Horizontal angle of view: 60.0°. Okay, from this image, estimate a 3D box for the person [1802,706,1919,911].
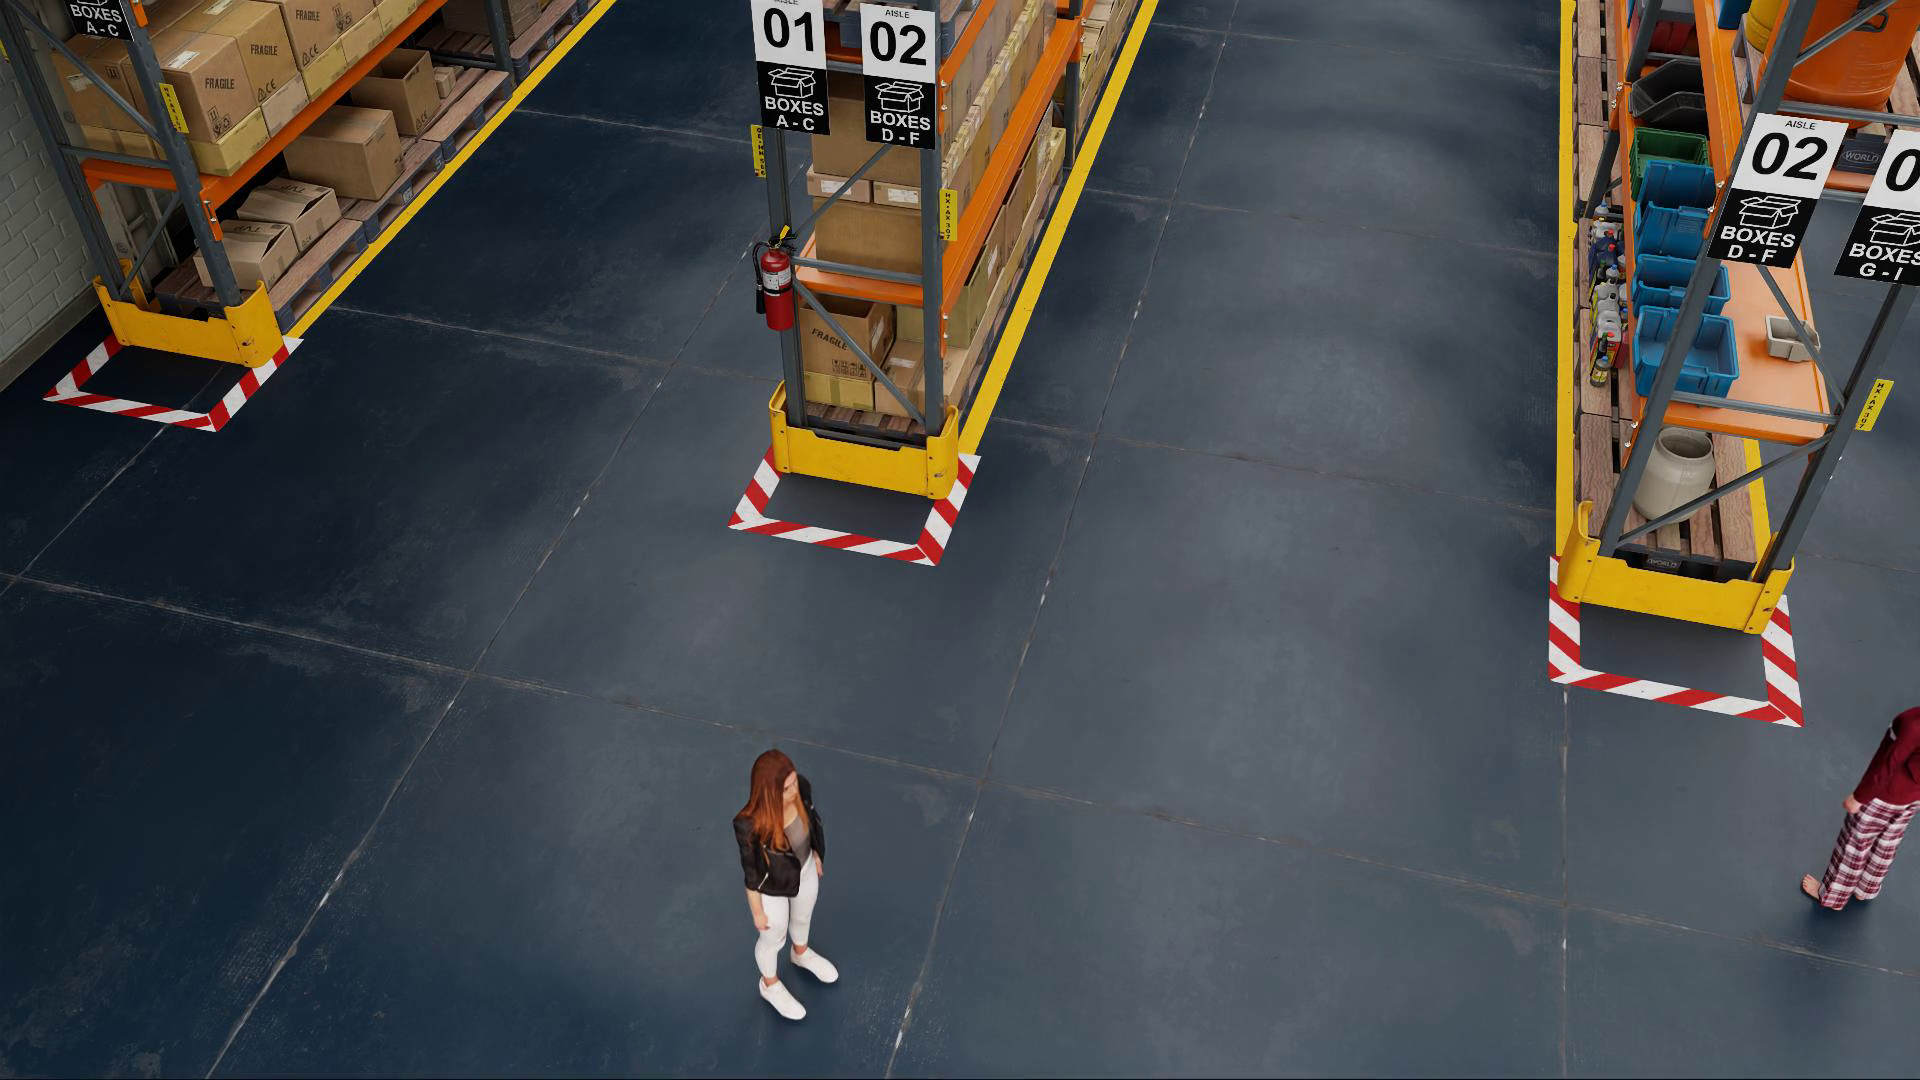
[{"bbox_3d":[4.387,1.138,7.779,0.689,1.699,0.710,-16,45,-16],"label":"person"}]

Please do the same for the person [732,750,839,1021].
[{"bbox_3d":[-0.796,1.505,7.386,0.713,1.699,0.600,31,51,29],"label":"person"}]
